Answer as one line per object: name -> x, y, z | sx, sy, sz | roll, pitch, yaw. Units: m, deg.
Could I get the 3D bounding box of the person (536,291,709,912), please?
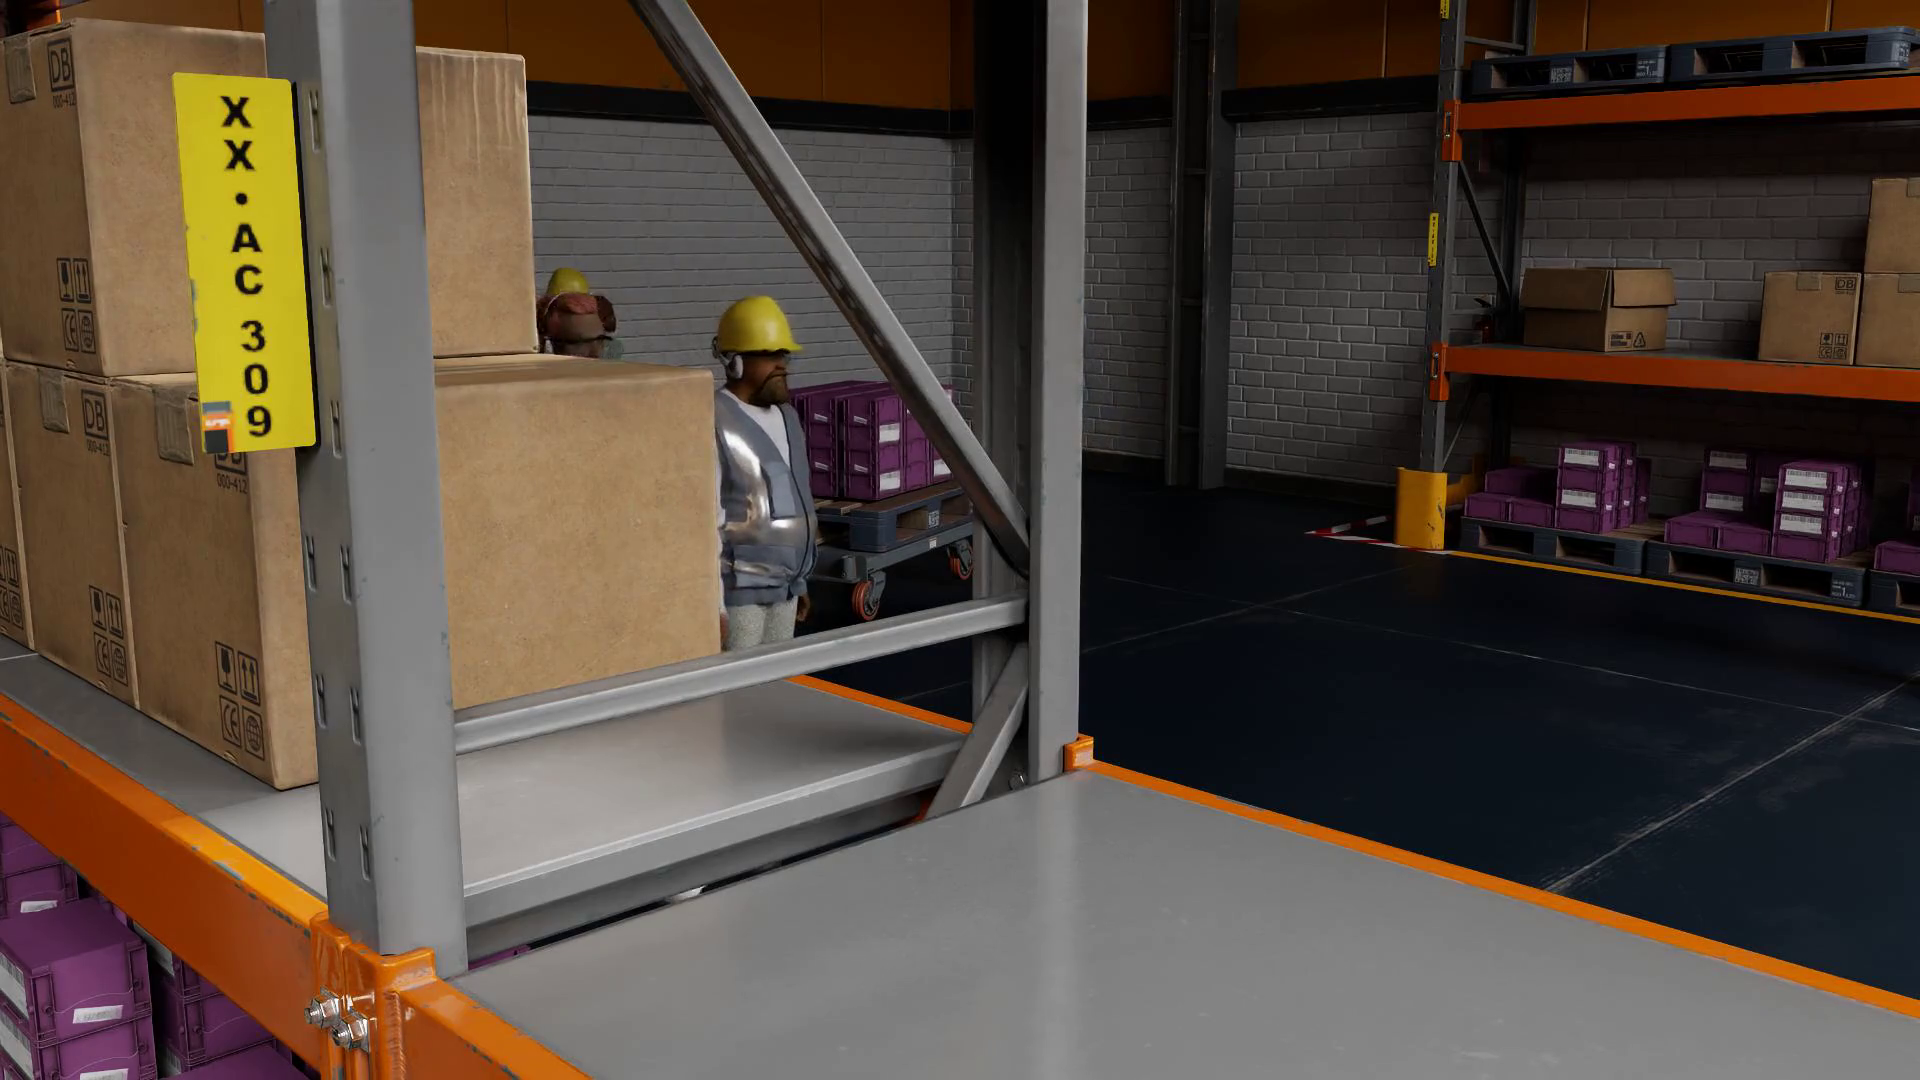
person -> -1.126, 0.175, 5.091 | 0.981, 1.853, 0.652 | 6, 12, 31

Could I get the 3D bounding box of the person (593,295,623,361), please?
person -> -2.449, -0.839, 11.240 | 0.513, 1.621, 0.436 | 8, 13, 37

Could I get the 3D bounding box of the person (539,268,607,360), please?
person -> -2.271, -0.680, 9.821 | 0.404, 1.830, 0.603 | -4, 11, -21

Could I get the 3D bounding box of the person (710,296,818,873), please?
person -> -0.664, 0.134, 5.380 | 0.404, 1.830, 0.598 | 5, 11, 24
